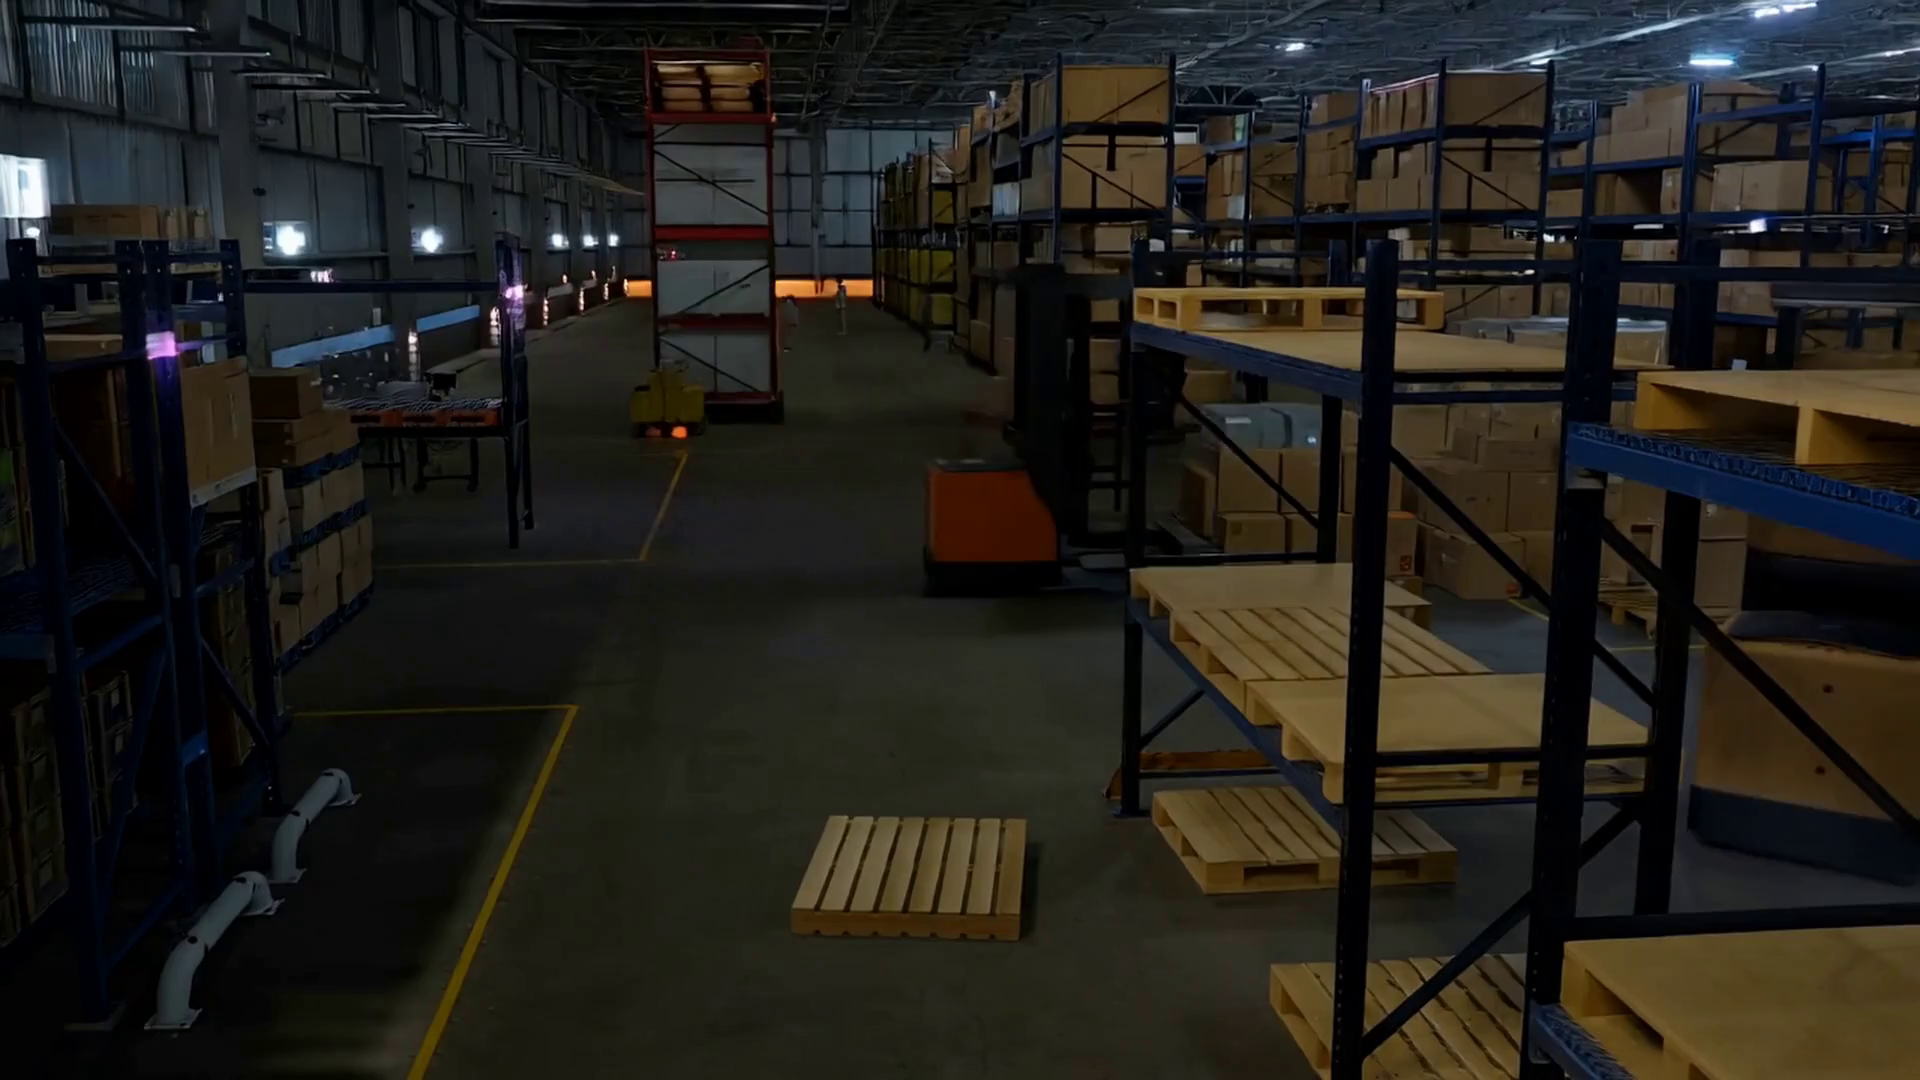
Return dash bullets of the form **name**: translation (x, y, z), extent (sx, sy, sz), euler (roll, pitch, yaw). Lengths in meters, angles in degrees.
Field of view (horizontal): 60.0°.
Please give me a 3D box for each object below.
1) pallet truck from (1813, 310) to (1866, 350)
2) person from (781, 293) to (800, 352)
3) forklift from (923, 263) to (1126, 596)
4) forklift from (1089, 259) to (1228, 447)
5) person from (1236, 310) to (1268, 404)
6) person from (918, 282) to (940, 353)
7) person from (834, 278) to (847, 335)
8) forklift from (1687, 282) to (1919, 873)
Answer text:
- **pallet truck**: translation (15.846, -3.142, 28.793), extent (1.885, 1.965, 0.823), euler (2, 10, 12)
- **person**: translation (-4.607, -5.871, 44.978), extent (0.484, 1.604, 0.515), euler (7, 12, 32)
- **forklift**: translation (0.646, -0.997, 14.458), extent (1.873, 2.768, 1.129), euler (-1, 10, -6)
- **forklift**: translation (2.999, -2.856, 24.760), extent (1.873, 2.768, 1.129), euler (-6, 12, -31)
- **person**: translation (4.747, -2.746, 26.718), extent (0.691, 1.949, 0.636), euler (0, 10, 2)
- **person**: translation (-0.873, -5.962, 44.664), extent (0.487, 1.906, 0.620), euler (-1, 10, -7)
- **person**: translation (-3.845, -7.521, 53.528), extent (0.431, 1.835, 0.621), euler (-4, 11, -20)
- **forklift**: translation (4.600, 0.063, 8.585), extent (1.129, 2.768, 1.873), euler (7, 12, 34)
